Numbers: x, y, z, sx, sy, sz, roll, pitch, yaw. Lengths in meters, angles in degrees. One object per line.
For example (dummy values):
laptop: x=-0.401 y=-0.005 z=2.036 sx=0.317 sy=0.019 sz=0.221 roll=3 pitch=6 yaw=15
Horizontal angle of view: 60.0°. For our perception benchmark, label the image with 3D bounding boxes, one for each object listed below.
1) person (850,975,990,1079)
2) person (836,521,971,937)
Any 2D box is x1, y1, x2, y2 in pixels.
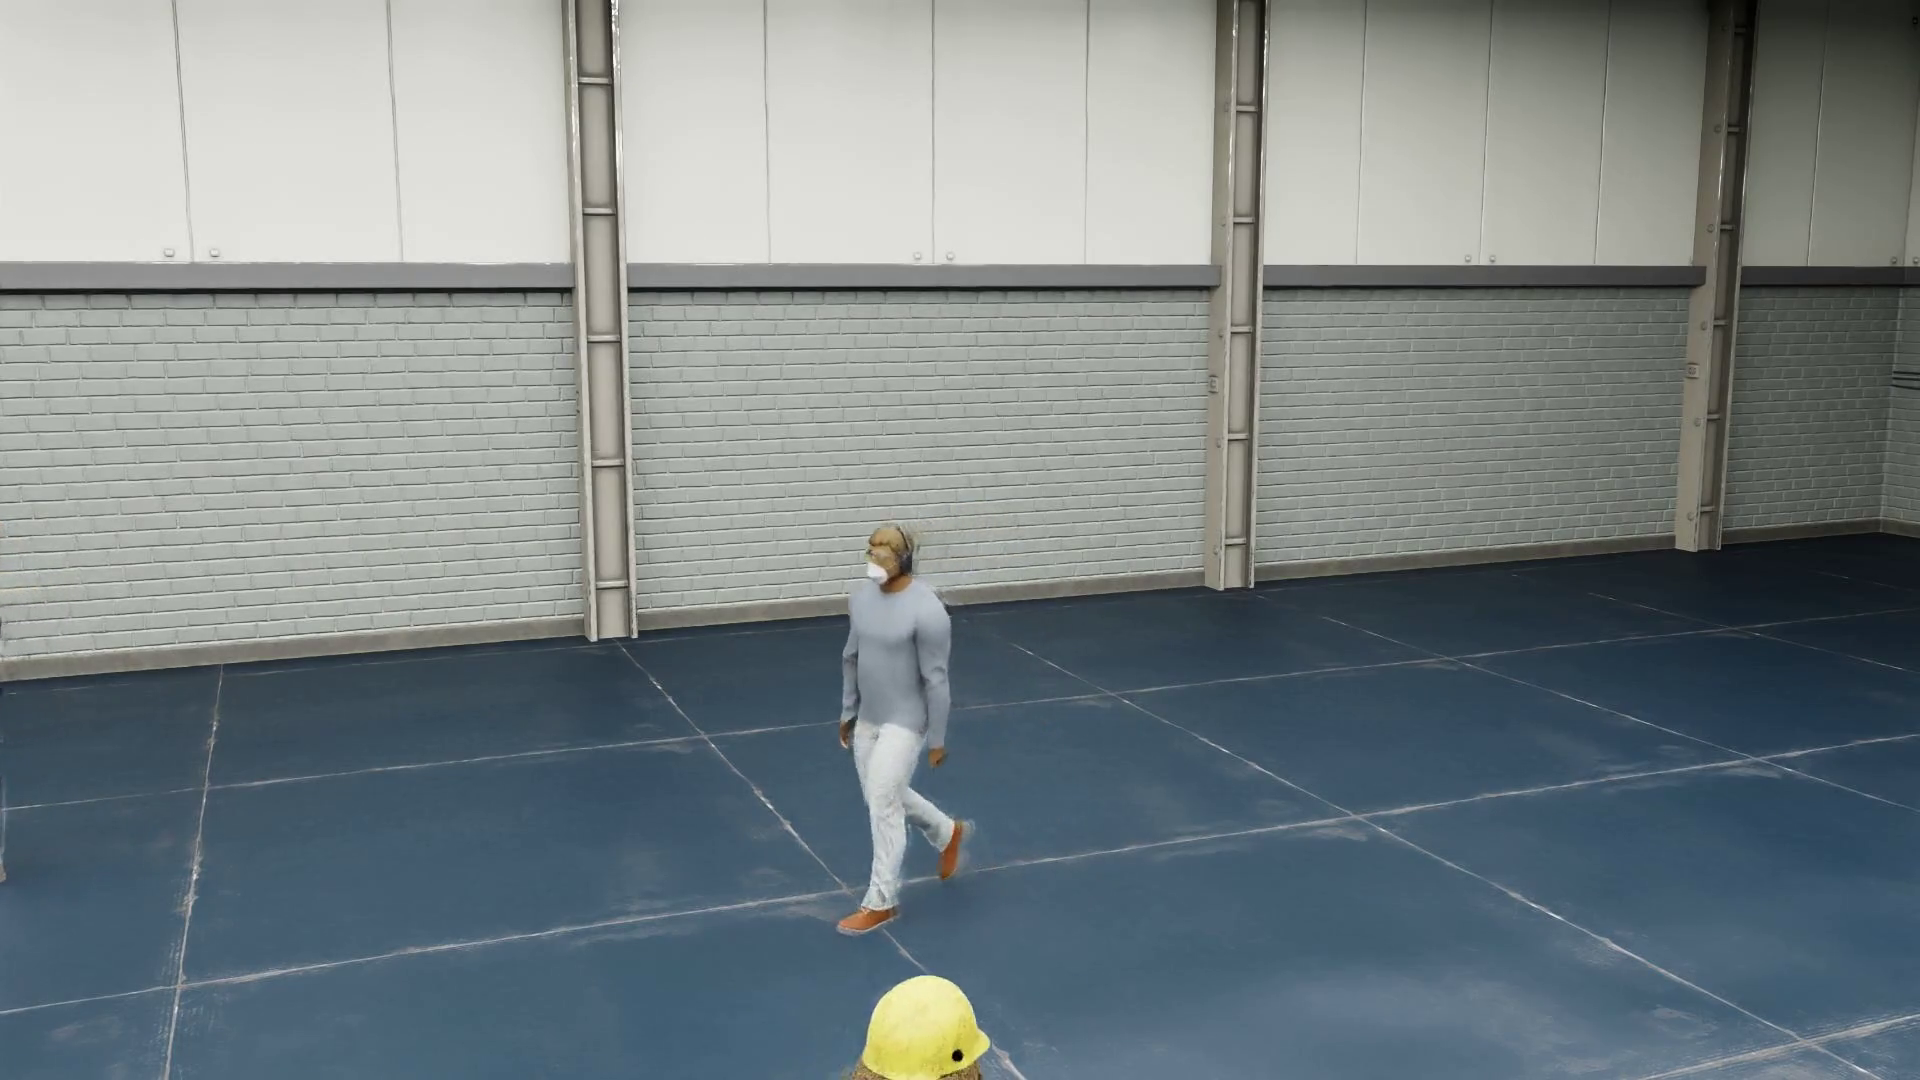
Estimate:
person: x=-0.093 y=1.675 z=3.183 sx=0.497 sy=1.733 sz=0.400 roll=8 pitch=12 yaw=40
person: x=-0.256 y=0.843 z=7.830 sx=0.826 sy=1.917 sz=0.634 roll=-7 pitch=12 yaw=-38
